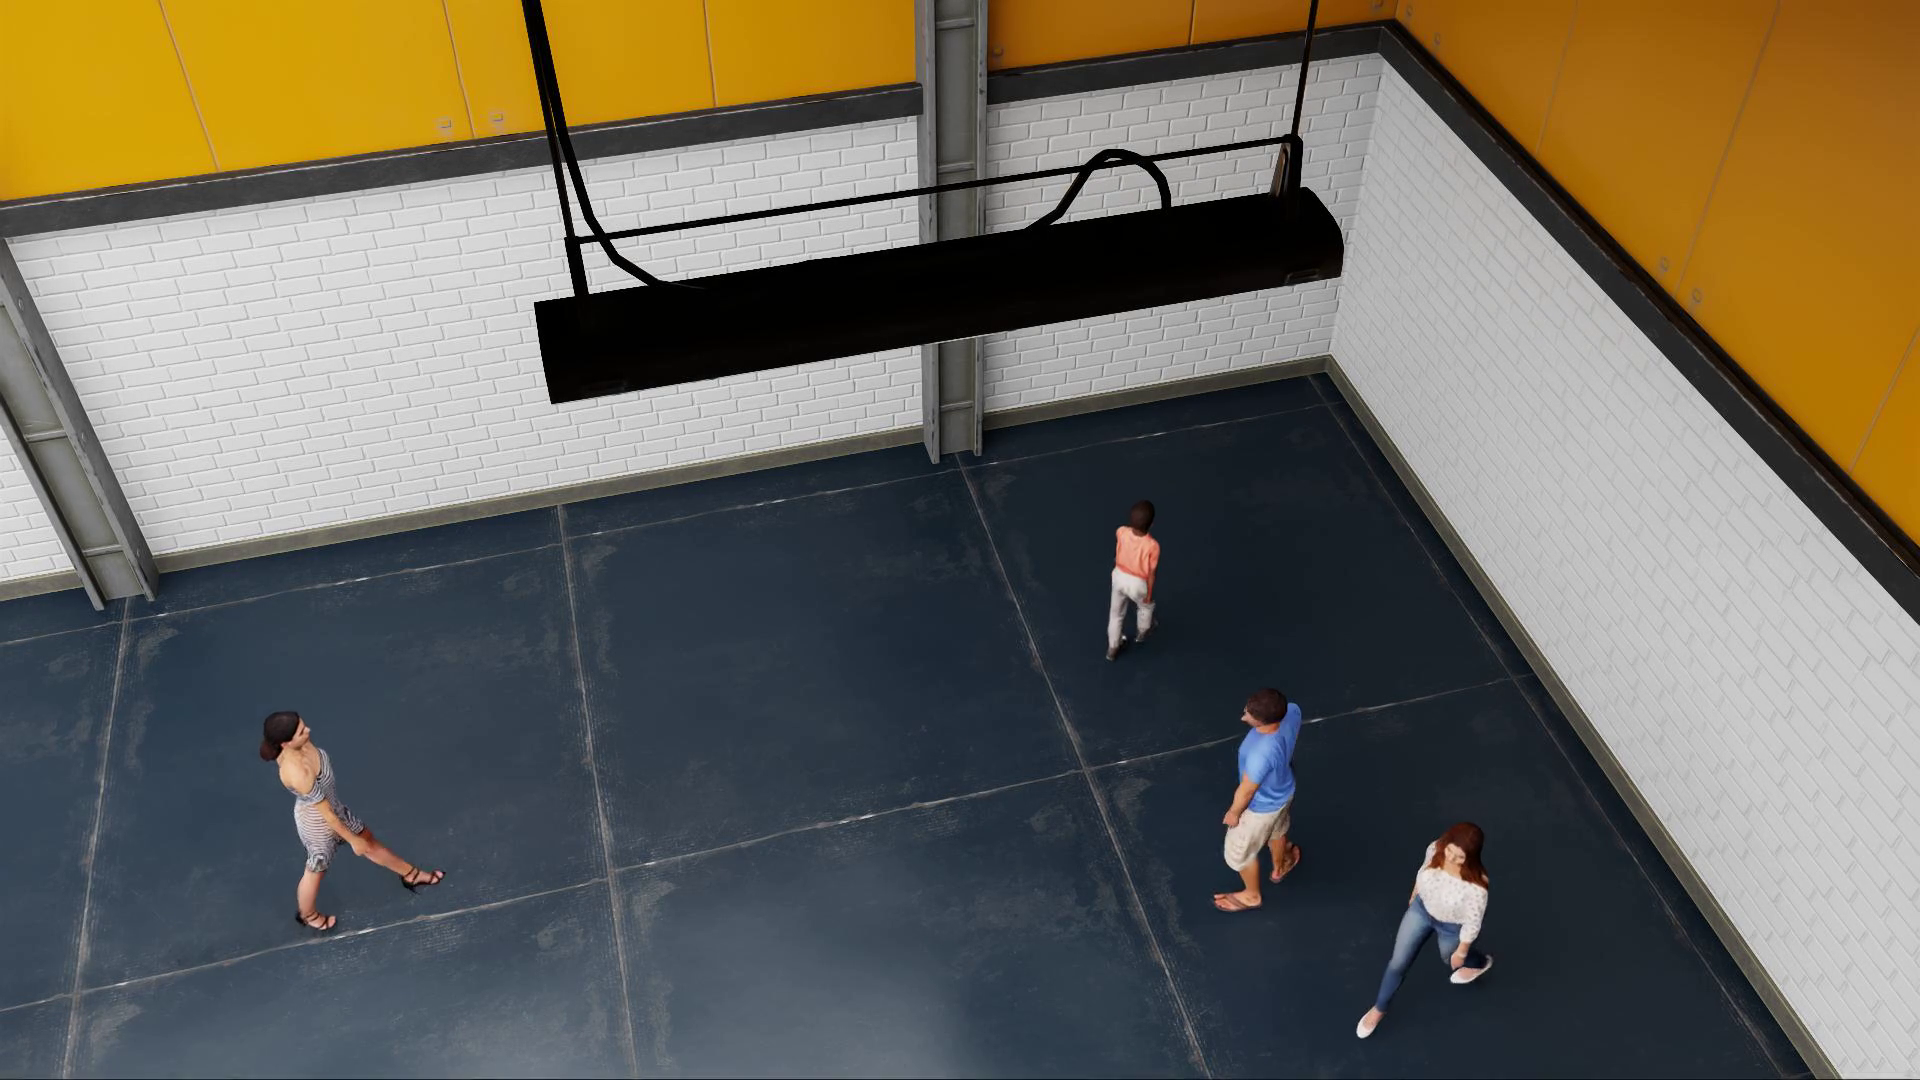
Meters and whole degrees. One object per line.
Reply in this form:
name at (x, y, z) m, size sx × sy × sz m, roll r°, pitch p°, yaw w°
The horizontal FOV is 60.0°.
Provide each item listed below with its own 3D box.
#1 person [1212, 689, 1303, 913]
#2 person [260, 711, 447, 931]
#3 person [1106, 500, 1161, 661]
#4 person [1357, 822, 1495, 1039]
person at (1.736, 1.399, 9.260) m, size 0.830 × 1.838 × 0.969 m, roll -32°, pitch 52°, yaw -29°
person at (-3.580, 1.596, 9.097) m, size 1.099 × 1.778 × 0.704 m, roll -15°, pitch 46°, yaw -15°
person at (1.093, 0.300, 10.812) m, size 0.714 × 1.291 × 0.777 m, roll 21°, pitch 47°, yaw 21°
person at (2.615, 1.967, 8.770) m, size 1.209 × 1.692 × 0.881 m, roll -23°, pitch 48°, yaw -22°
